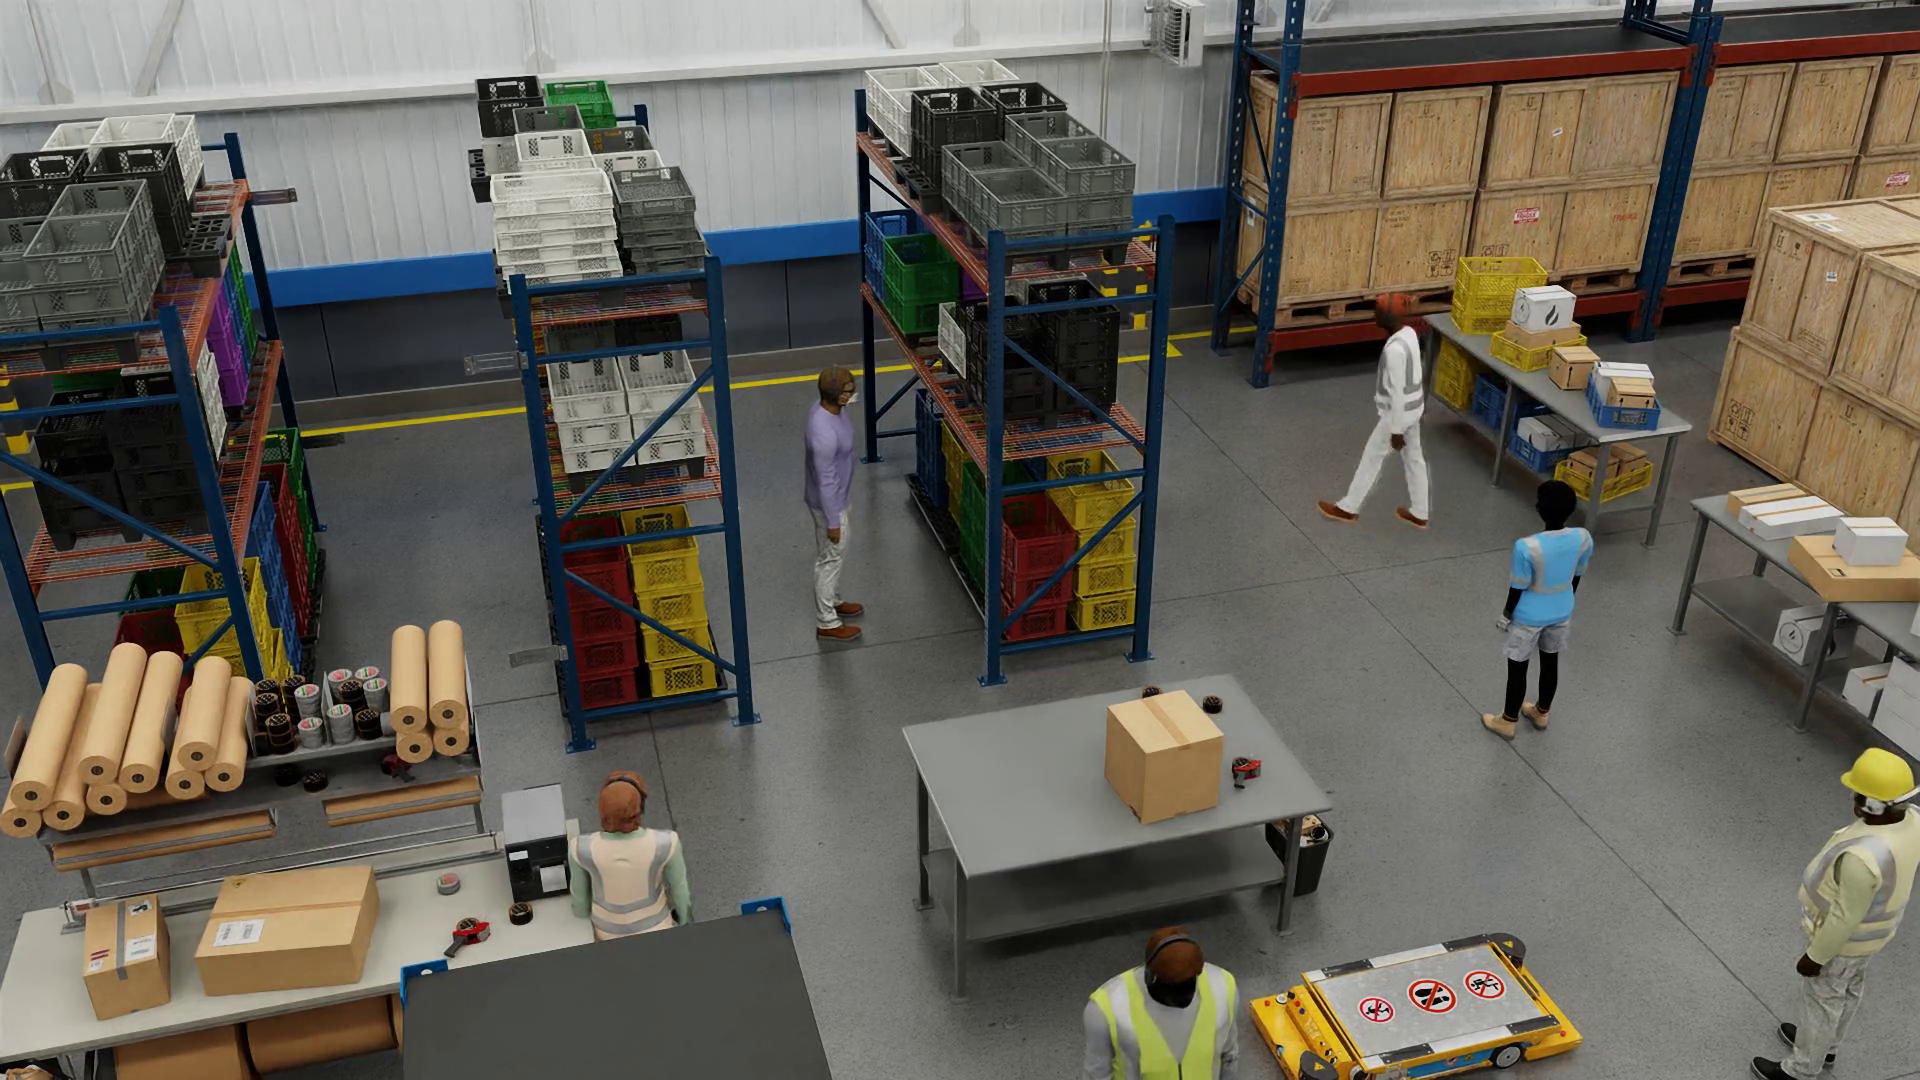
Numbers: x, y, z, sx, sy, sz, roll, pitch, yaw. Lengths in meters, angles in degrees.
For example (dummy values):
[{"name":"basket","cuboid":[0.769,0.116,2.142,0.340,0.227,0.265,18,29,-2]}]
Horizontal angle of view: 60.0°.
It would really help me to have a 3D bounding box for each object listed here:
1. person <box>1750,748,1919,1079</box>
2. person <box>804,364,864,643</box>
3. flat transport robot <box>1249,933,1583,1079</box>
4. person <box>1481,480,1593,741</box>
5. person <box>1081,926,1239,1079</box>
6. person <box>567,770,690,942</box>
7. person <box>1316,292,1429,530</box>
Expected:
[{"name":"person","cuboid":[3.939,1.710,7.422,0.589,1.822,0.403,-23,36,-35]},{"name":"person","cuboid":[-0.832,-0.245,10.868,0.372,1.932,0.635,-1,29,-1]},{"name":"flat transport robot","cuboid":[2.184,2.282,7.980,1.431,0.197,0.652,-8,30,-14]},{"name":"person","cuboid":[3.439,0.422,9.895,0.532,1.696,0.318,-10,30,-18]},{"name":"person","cuboid":[0.774,2.227,6.473,0.629,1.835,0.428,-6,29,-12]},{"name":"person","cuboid":[-1.475,1.763,7.524,0.523,1.631,0.316,-5,29,-8]},{"name":"person","cuboid":[3.165,-0.942,12.255,0.828,1.831,0.607,14,32,23]}]
